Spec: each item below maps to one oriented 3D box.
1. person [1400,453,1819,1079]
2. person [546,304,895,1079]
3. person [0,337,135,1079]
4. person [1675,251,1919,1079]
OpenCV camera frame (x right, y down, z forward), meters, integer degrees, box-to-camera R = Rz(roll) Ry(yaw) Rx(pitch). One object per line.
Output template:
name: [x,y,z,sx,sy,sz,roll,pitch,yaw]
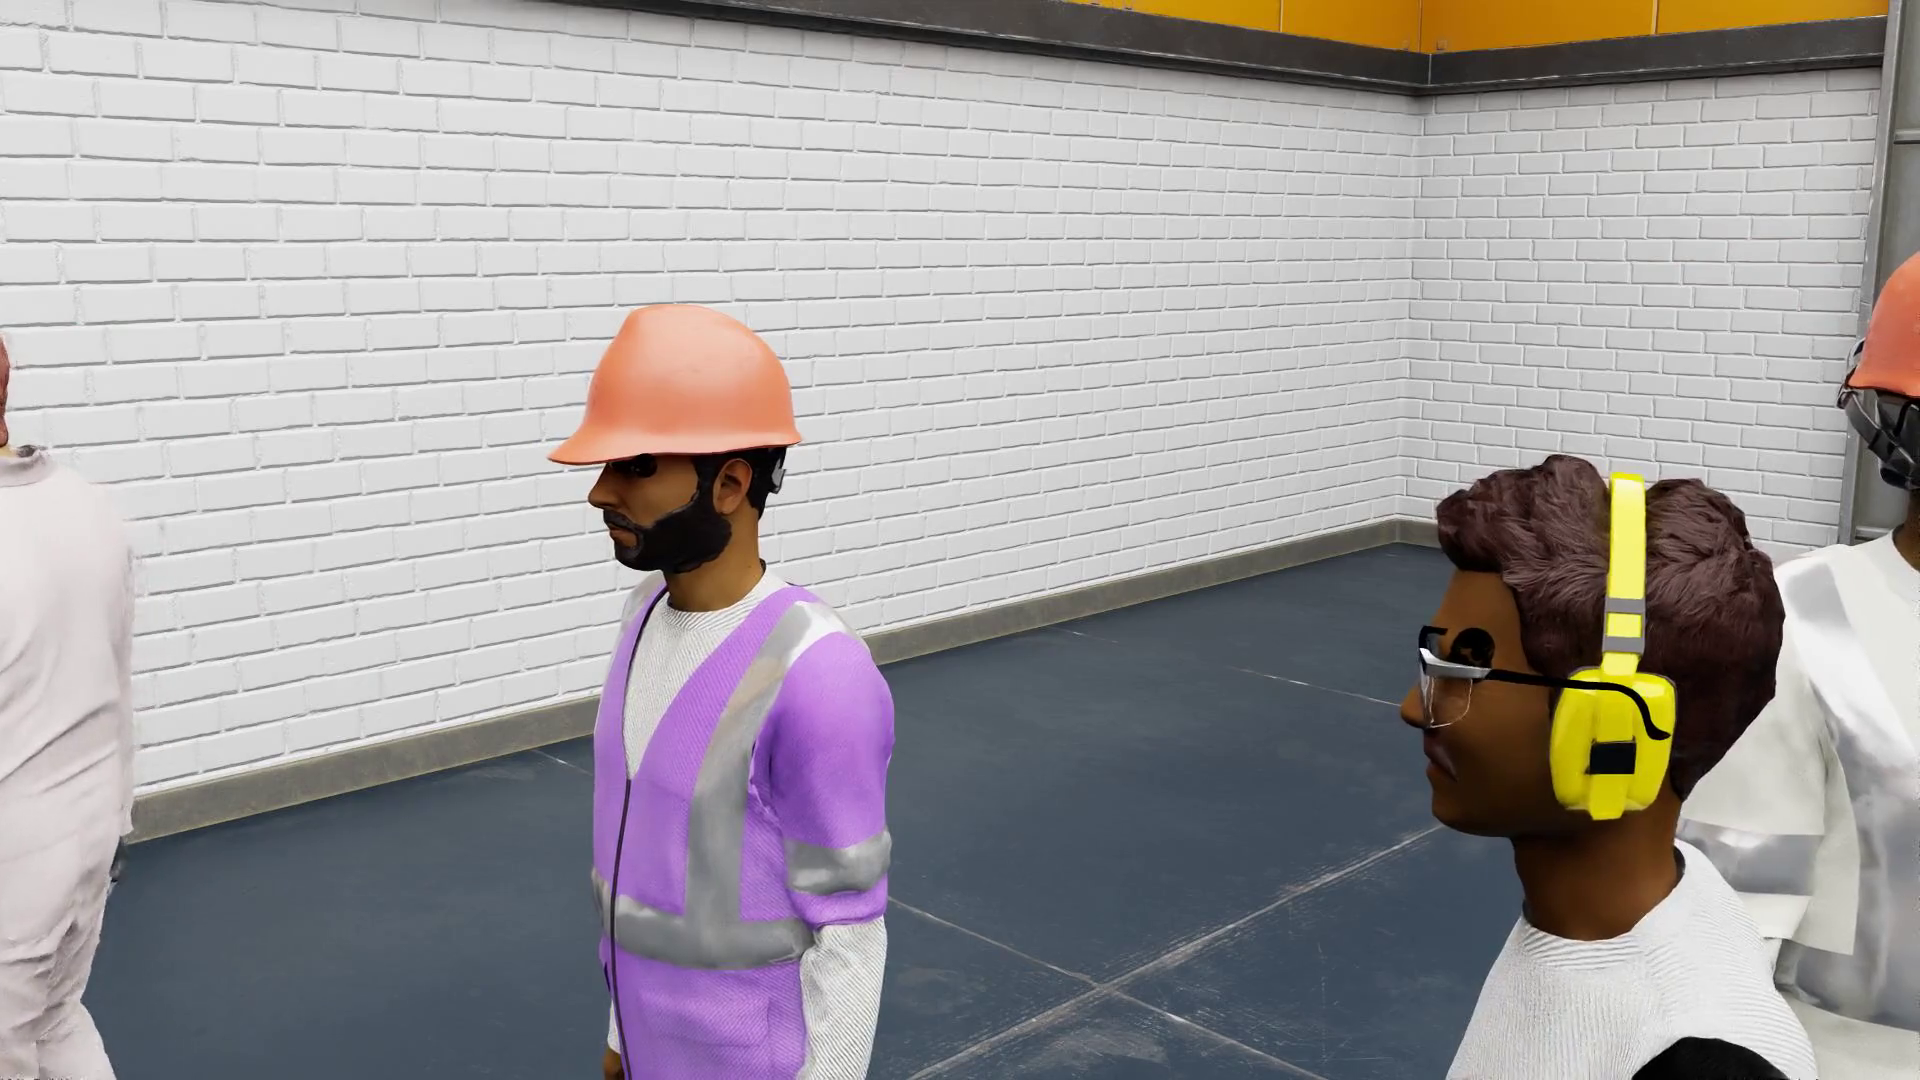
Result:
person: [0.450,0.864,1.296,0.330,1.874,0.518,3,11,15]
person: [-0.320,0.672,2.158,0.360,1.939,0.543,-8,13,-38]
person: [-1.688,0.561,2.874,0.438,1.901,0.673,0,10,0]
person: [1.057,0.676,1.847,0.605,2.045,0.378,-4,11,-19]
